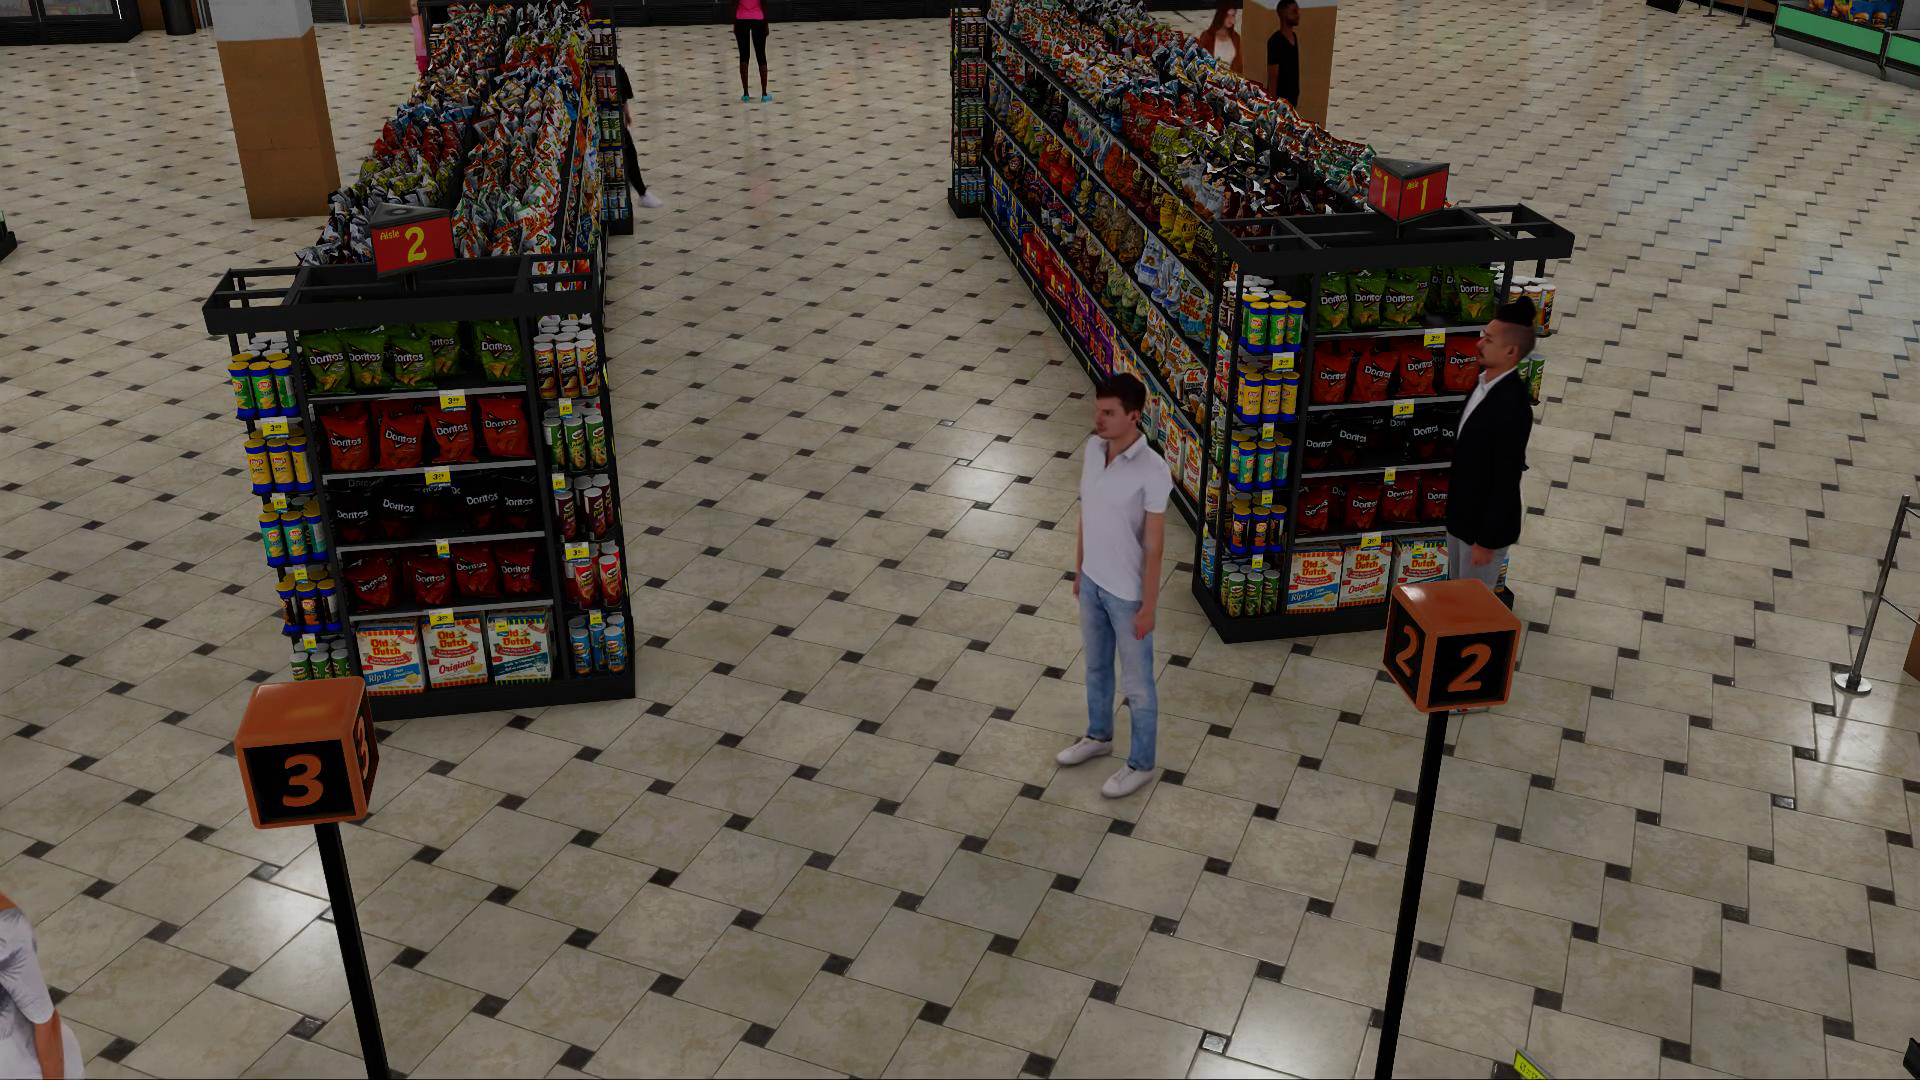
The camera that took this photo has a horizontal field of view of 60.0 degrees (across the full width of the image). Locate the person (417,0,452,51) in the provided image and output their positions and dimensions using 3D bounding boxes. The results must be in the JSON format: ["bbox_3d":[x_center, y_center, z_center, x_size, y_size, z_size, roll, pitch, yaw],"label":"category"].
[{"bbox_3d":[-5.567,-5.483,17.998,0.757,1.861,0.709,-15,31,-27],"label":"person"}]

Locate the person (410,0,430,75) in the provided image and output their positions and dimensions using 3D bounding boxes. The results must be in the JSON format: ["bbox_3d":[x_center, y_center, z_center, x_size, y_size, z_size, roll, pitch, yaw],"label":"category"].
[{"bbox_3d":[-5.934,-5.438,18.557,0.634,1.275,0.694,17,31,29],"label":"person"}]

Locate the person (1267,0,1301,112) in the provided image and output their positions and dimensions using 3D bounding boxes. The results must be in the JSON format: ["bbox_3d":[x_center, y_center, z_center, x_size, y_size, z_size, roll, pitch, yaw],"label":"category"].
[{"bbox_3d":[2.902,-3.984,15.106,0.775,1.805,0.696,15,31,27],"label":"person"}]

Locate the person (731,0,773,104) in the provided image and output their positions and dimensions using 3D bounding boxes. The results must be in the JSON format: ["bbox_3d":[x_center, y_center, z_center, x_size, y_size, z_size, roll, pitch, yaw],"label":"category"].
[{"bbox_3d":[-2.387,-5.860,18.895,0.591,1.722,0.577,-1,27,-2],"label":"person"}]

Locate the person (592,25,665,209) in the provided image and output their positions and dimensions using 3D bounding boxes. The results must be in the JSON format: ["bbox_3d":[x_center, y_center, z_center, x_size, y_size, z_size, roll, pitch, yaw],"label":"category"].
[{"bbox_3d":[-3.182,-3.756,14.880,0.848,1.602,1.018,2,27,5],"label":"person"}]

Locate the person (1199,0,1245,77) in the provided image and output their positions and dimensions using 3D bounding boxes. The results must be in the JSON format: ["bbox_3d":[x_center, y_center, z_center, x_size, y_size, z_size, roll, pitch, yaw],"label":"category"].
[{"bbox_3d":[2.359,-4.236,15.721,0.719,1.697,0.737,-12,29,-23],"label":"person"}]

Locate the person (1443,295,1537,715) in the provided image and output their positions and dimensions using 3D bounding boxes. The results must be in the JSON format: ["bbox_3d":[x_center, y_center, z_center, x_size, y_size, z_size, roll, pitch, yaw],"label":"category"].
[{"bbox_3d":[2.318,-0.141,7.366,0.814,1.950,0.591,0,27,1],"label":"person"}]

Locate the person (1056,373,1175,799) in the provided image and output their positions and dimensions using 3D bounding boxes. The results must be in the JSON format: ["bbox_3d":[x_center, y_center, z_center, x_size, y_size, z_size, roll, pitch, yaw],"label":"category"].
[{"bbox_3d":[0.662,0.176,6.851,0.777,1.851,0.625,-17,31,-30],"label":"person"}]
